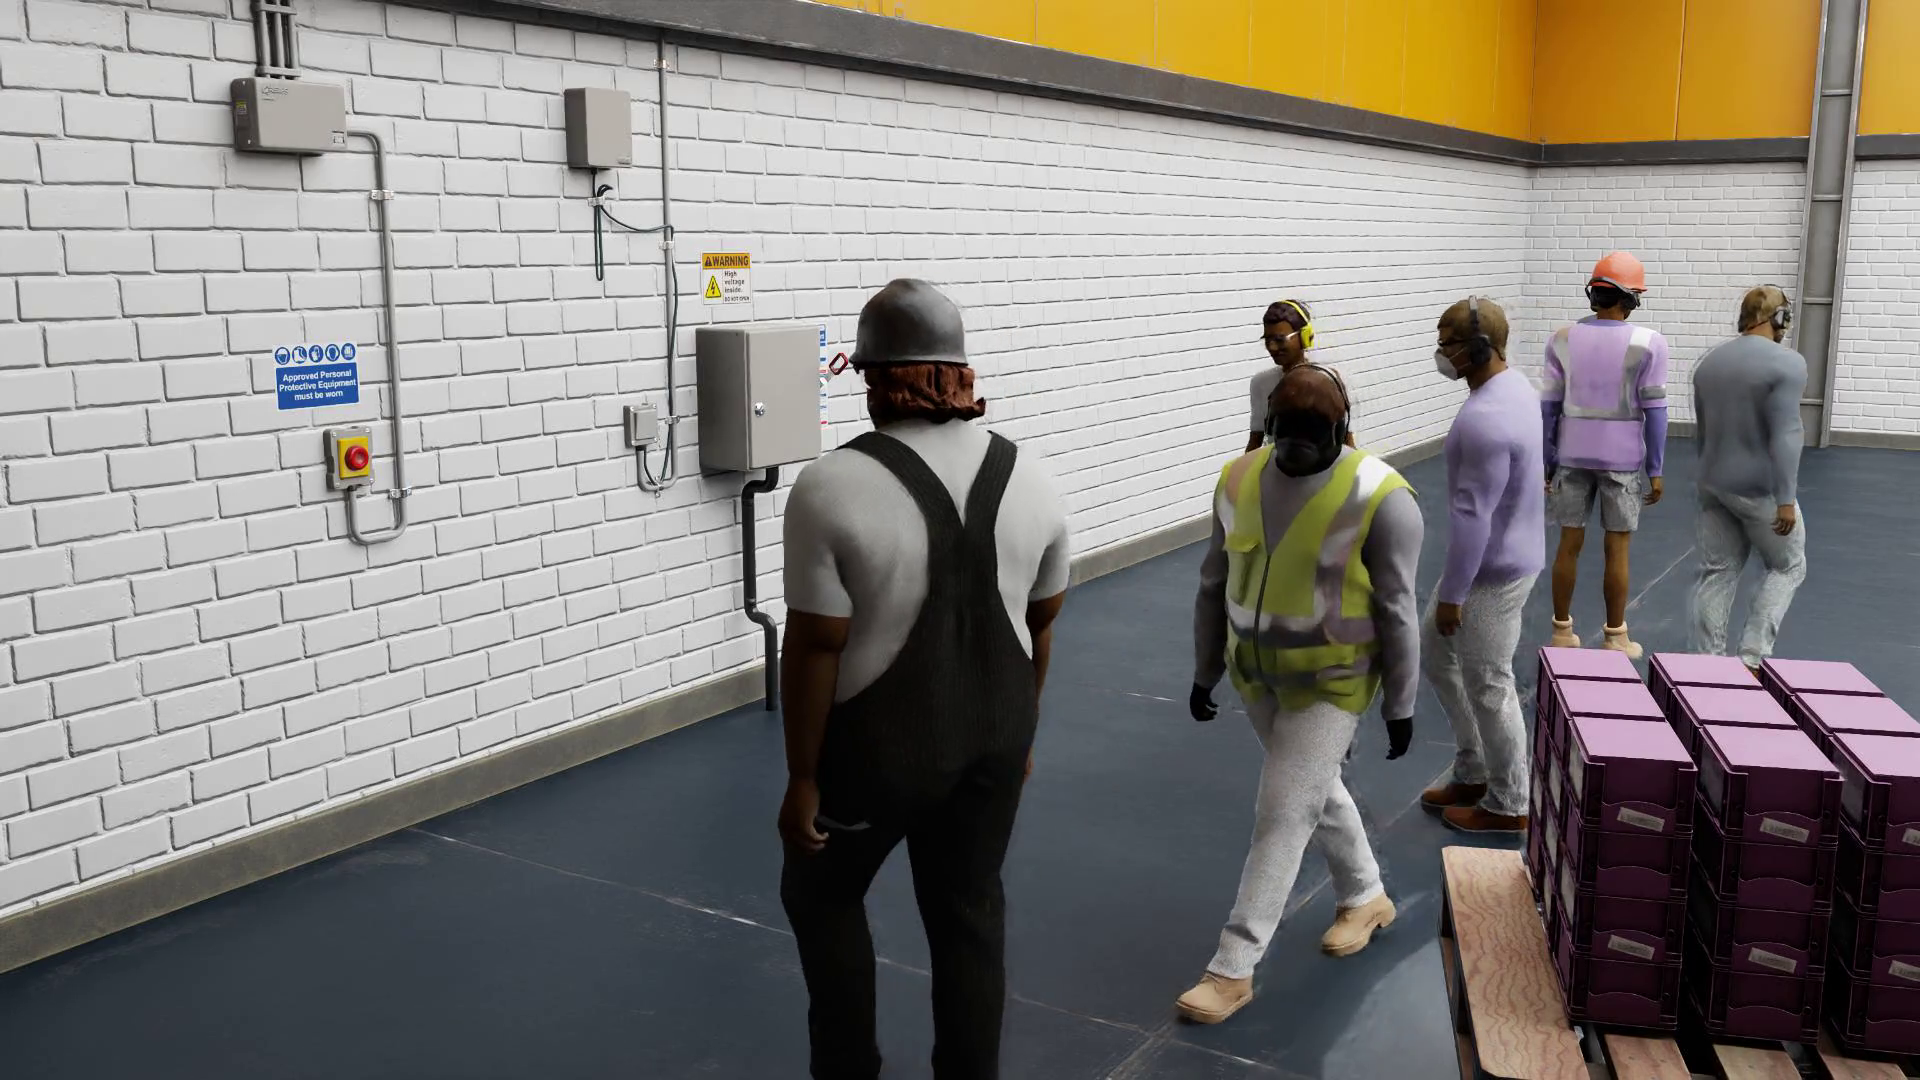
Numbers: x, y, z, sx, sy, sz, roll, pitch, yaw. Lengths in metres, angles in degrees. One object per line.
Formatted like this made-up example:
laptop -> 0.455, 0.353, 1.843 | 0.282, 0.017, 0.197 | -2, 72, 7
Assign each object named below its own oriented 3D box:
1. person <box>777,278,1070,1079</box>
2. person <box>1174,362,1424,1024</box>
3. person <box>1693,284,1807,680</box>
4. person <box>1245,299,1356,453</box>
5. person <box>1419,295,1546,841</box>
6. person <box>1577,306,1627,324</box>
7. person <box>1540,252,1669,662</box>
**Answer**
person -> -0.133, 0.418, 3.753 | 0.717, 2.000, 0.621 | -6, 12, -30
person -> 0.967, 0.390, 4.654 | 0.940, 1.786, 0.648 | -9, 13, -40
person -> 3.596, -0.202, 7.579 | 0.515, 1.897, 0.709 | -3, 11, -16
person -> 1.519, -0.146, 7.429 | 0.481, 1.840, 0.548 | -9, 14, -41
person -> 1.775, 0.118, 5.763 | 0.571, 1.912, 0.650 | 4, 11, 23
person -> 6.291, -1.650, 16.339 | 0.497, 1.634, 0.278 | 8, 13, 37
person -> 3.208, -0.404, 8.298 | 0.614, 2.041, 0.390 | 9, 13, 40
